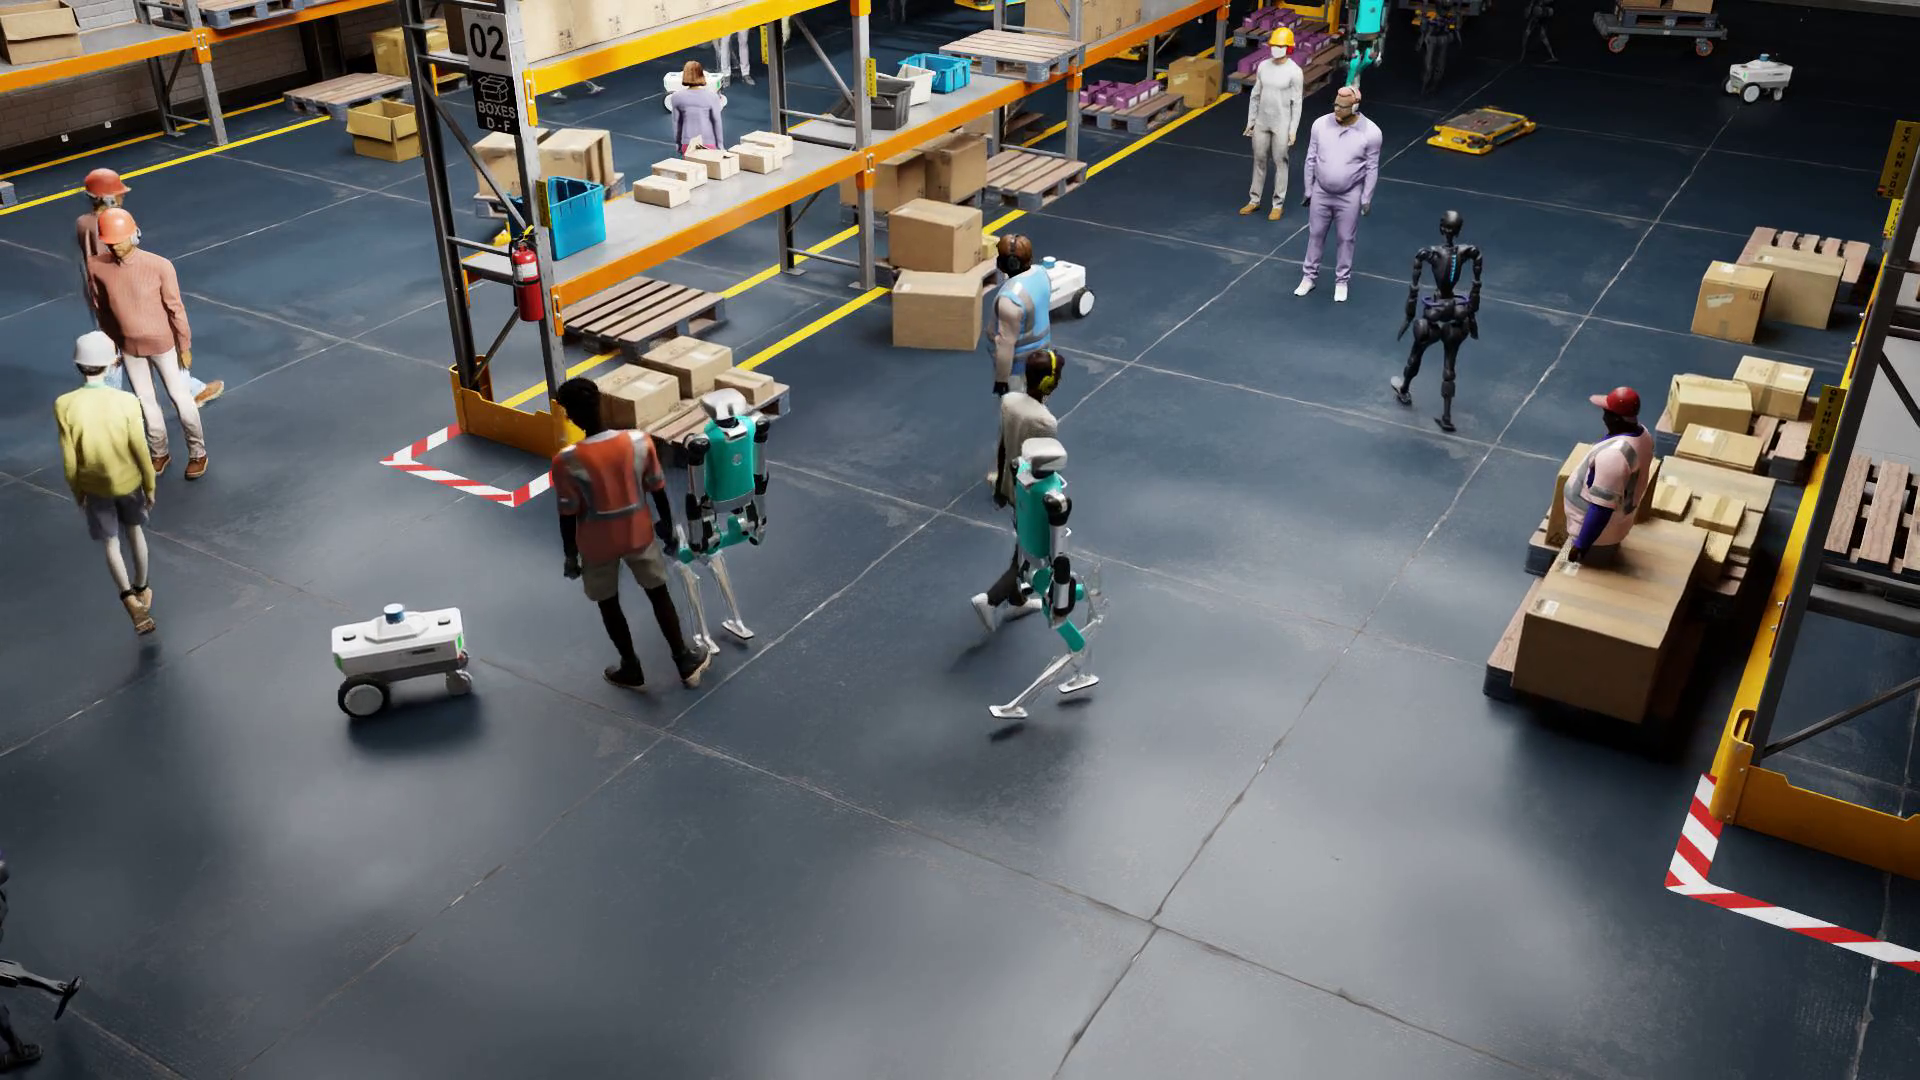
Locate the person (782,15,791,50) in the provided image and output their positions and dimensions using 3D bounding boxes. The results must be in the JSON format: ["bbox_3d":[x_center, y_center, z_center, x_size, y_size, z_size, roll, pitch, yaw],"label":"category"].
[{"bbox_3d":[-2.472,-7.760,23.218,0.522,1.685,0.833,-6,30,-10],"label":"person"}]

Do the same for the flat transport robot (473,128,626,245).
[{"bbox_3d":[-4.076,-3.249,16.688,0.659,0.231,1.431,5,30,8],"label":"flat transport robot"}]

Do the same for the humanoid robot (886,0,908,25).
[{"bbox_3d":[-0.947,-8.436,24.449,0.608,1.643,0.382,-9,31,-15],"label":"humanoid robot"}]

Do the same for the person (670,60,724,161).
[{"bbox_3d":[-2.590,-3.919,16.494,0.498,1.629,0.288,3,30,5],"label":"person"}]

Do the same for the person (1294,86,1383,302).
[{"bbox_3d":[3.327,-3.046,14.672,0.642,1.905,0.404,14,32,23],"label":"person"}]

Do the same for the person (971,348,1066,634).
[{"bbox_3d":[0.345,-0.253,9.803,0.578,1.833,0.545,-16,33,-26],"label":"person"}]

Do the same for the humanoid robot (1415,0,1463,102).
[{"bbox_3d":[5.959,-6.301,20.666,0.601,1.647,0.322,-8,30,-14],"label":"humanoid robot"}]

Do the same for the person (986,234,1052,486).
[{"bbox_3d":[0.392,-1.237,11.548,0.431,1.837,0.632,14,32,23],"label":"person"}]

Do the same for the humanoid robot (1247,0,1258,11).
[{"bbox_3d":[4.641,-8.798,25.086,0.772,1.848,0.530,4,30,7],"label":"humanoid robot"}]

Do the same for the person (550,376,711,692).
[{"bbox_3d":[-1.865,-0.014,9.297,0.740,1.925,0.468,-16,33,-26],"label":"person"}]

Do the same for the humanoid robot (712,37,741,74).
[{"bbox_3d":[-3.090,-7.052,21.921,0.891,1.771,0.580,-3,30,-5],"label":"humanoid robot"}]

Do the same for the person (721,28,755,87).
[{"bbox_3d":[-2.889,-6.811,21.289,0.488,1.947,0.428,-10,31,-16],"label":"person"}]

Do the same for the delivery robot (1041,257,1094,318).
[{"bbox_3d":[0.770,-2.168,14.478,0.499,0.587,0.777,23,37,35],"label":"delivery robot"}]

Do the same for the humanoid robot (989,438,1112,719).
[{"bbox_3d":[0.585,0.214,9.075,0.972,1.742,0.560,-13,32,-21],"label":"humanoid robot"}]

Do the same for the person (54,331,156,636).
[{"bbox_3d":[-5.017,-0.307,9.871,0.495,1.861,0.743,-13,32,-22],"label":"person"}]

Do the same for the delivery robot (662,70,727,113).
[{"bbox_3d":[-3.279,-5.568,20.496,0.782,0.589,0.499,2,30,4],"label":"delivery robot"}]

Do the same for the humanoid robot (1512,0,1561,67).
[{"bbox_3d":[7.830,-7.184,22.238,0.597,1.630,0.469,-20,35,-31],"label":"humanoid robot"}]

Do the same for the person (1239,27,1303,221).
[{"bbox_3d":[3.136,-4.172,16.669,0.562,1.898,0.352,20,35,31],"label":"person"}]

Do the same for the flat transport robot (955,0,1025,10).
[{"bbox_3d":[0.676,-8.487,25.955,1.431,0.231,0.659,-21,36,-33],"label":"flat transport robot"}]

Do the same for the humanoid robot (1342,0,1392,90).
[{"bbox_3d":[4.699,-5.774,19.725,0.539,1.845,0.738,-6,30,-10],"label":"humanoid robot"}]

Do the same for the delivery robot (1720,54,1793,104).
[{"bbox_3d":[10.028,-5.799,20.917,0.774,0.602,0.502,-5,30,-9],"label":"delivery robot"}]

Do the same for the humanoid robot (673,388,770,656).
[{"bbox_3d":[-1.447,-0.155,9.633,0.531,1.692,0.752,-23,37,-35],"label":"humanoid robot"}]

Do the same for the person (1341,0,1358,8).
[{"bbox_3d":[6.037,-9.081,25.496,0.328,1.750,0.569,-12,32,-21],"label":"person"}]

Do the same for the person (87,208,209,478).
[{"bbox_3d":[-5.680,-1.366,11.619,0.610,1.986,0.402,0,29,1],"label":"person"}]

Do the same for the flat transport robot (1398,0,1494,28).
[{"bbox_3d":[7.284,-7.907,24.929,0.659,0.231,1.431,15,33,24],"label":"flat transport robot"}]

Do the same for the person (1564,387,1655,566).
[{"bbox_3d":[3.664,-0.079,9.575,0.420,1.752,0.602,18,34,29],"label":"person"}]

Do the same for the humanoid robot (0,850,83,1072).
[{"bbox_3d":[-4.028,1.505,6.851,0.469,1.649,0.586,-10,31,-18],"label":"humanoid robot"}]

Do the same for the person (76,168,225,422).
[{"bbox_3d":[-6.180,-1.834,12.466,0.631,1.947,0.961,17,34,28],"label":"person"}]

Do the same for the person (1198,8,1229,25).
[{"bbox_3d":[3.784,-8.513,24.411,0.508,1.836,0.358,19,35,30],"label":"person"}]

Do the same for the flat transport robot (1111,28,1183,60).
[{"bbox_3d":[2.527,-6.980,23.289,0.659,0.231,1.431,17,33,27],"label":"flat transport robot"}]

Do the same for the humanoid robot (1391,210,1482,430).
[{"bbox_3d":[3.622,-1.702,12.554,0.610,1.623,0.753,-3,30,-5],"label":"humanoid robot"}]

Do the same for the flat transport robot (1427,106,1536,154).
[{"bbox_3d":[6.096,-4.779,19.396,0.659,0.231,1.431,24,37,36],"label":"flat transport robot"}]

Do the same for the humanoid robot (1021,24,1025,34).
[{"bbox_3d":[1.113,-8.154,23.895,0.563,1.768,0.898,14,32,24],"label":"humanoid robot"}]

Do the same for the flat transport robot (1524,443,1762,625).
[{"bbox_3d":[4.330,0.197,10.593,0.659,0.231,1.431,17,34,27],"label":"flat transport robot"}]

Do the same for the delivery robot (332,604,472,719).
[{"bbox_3d":[-3.197,0.636,9.506,0.759,0.575,0.499,-9,31,-16],"label":"delivery robot"}]

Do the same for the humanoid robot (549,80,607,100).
[{"bbox_3d":[-4.918,-6.252,20.531,1.009,1.748,0.544,-23,37,-35],"label":"humanoid robot"}]
